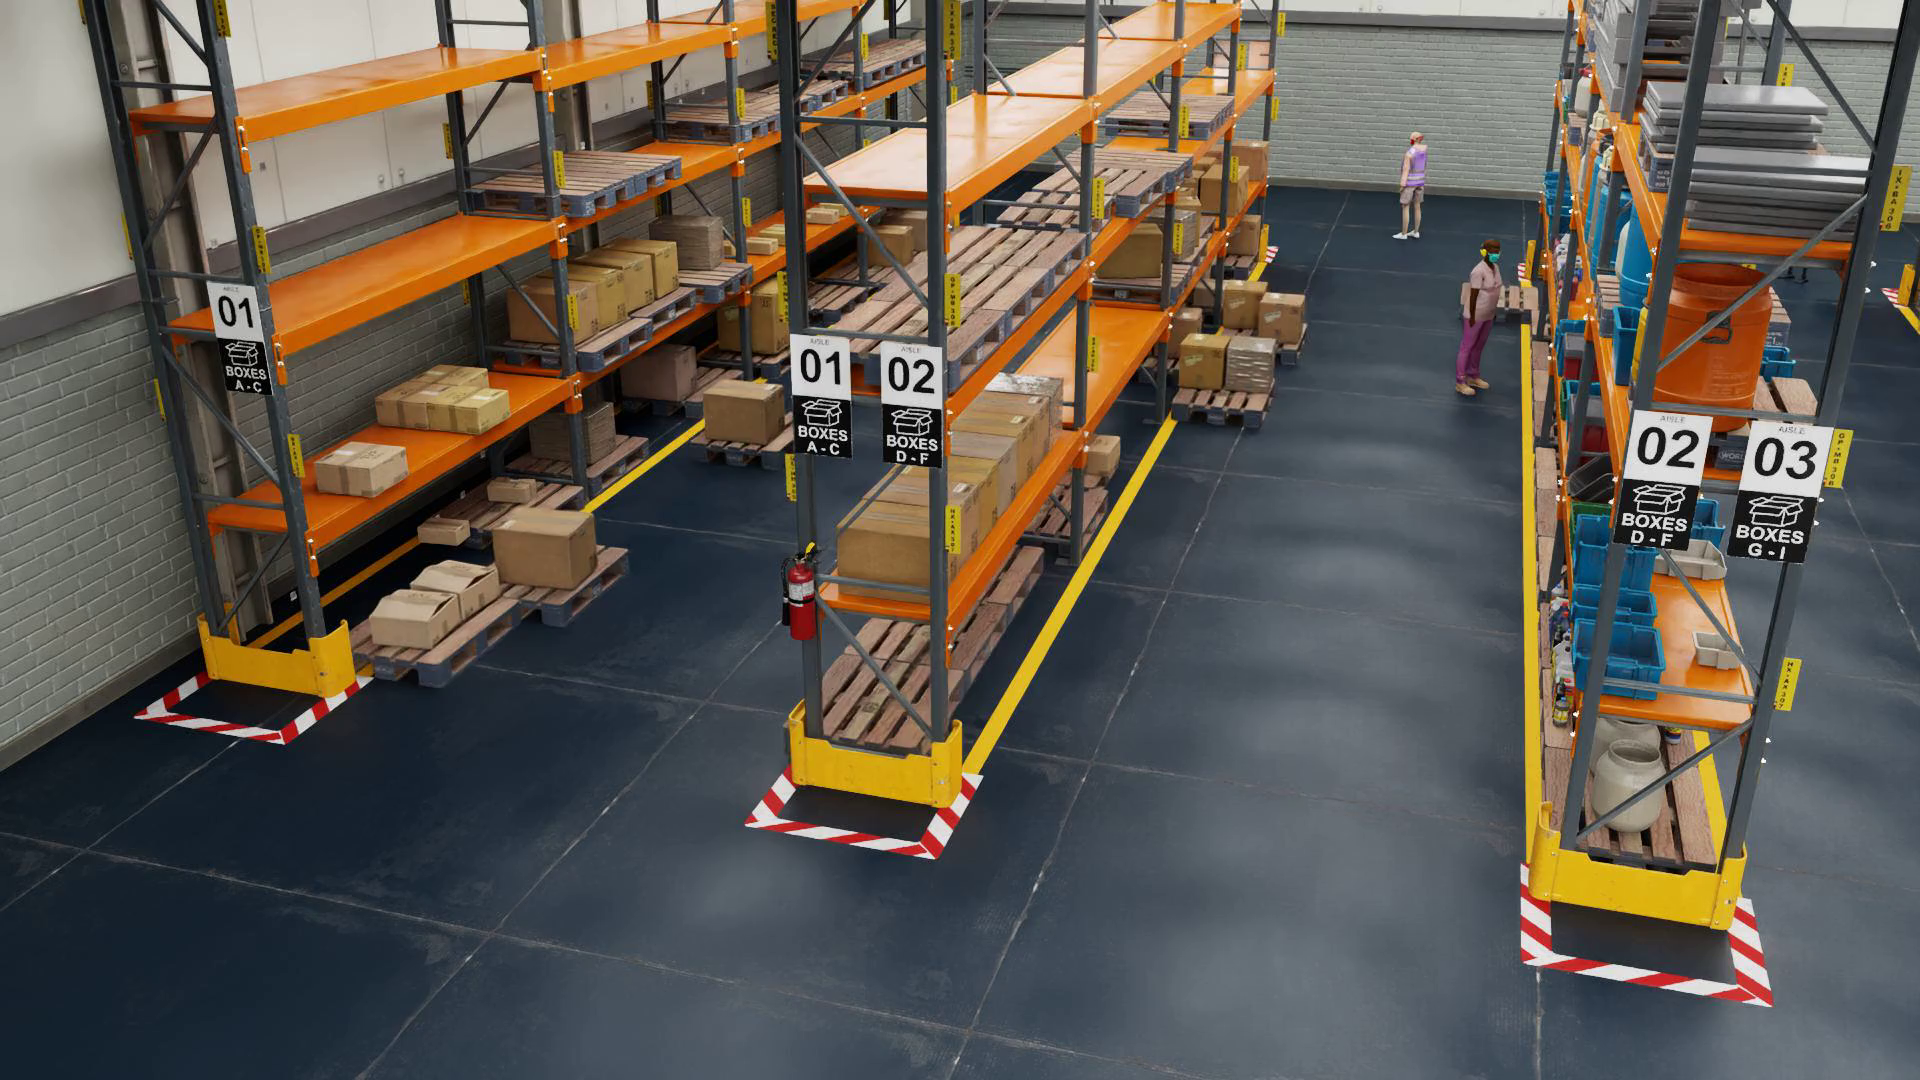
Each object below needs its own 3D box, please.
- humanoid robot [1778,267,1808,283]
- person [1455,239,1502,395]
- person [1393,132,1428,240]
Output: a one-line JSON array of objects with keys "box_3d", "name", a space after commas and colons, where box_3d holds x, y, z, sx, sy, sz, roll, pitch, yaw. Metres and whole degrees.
[{"box_3d": [12.157, -4.540, 23.904, 0.315, 1.657, 0.599, -9, 25, -19], "name": "humanoid robot"}, {"box_3d": [6.039, -2.599, 19.265, 0.527, 1.800, 0.336, -20, 30, -38], "name": "person"}, {"box_3d": [7.181, -5.620, 26.414, 0.492, 1.688, 0.348, -14, 27, -30], "name": "person"}]
